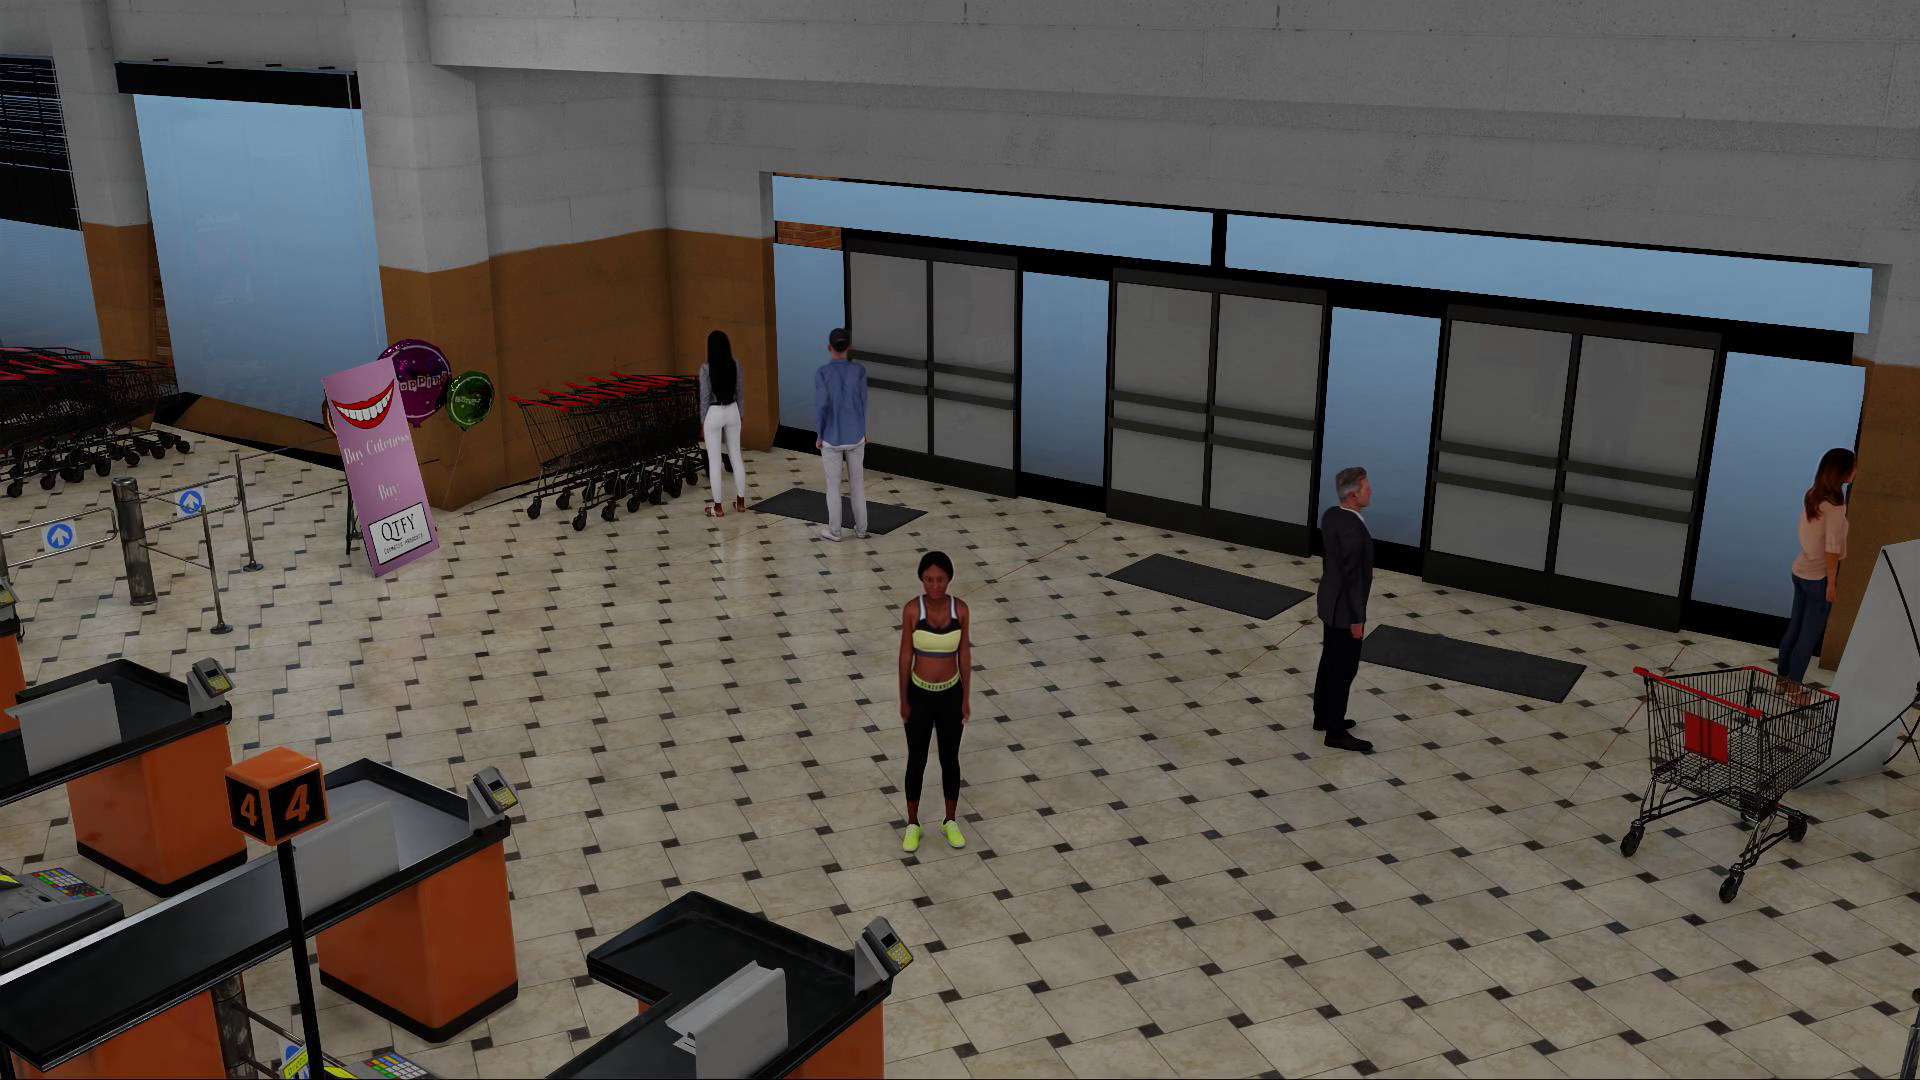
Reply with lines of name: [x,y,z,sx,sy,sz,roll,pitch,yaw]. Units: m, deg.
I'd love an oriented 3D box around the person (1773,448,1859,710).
person: [5.742,0.242,11.175,0.736,1.791,0.621,2,19,5]

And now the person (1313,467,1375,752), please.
person: [2.452,0.412,10.593,0.860,1.842,0.773,-1,19,-4]

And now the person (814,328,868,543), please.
person: [-1.024,-0.913,14.449,0.701,1.888,0.804,-8,20,-22]

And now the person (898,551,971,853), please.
person: [-0.144,0.889,9.314,0.639,1.755,0.693,-3,19,-7]

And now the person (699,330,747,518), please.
person: [-2.172,-1.075,15.185,0.589,1.725,0.720,-12,22,-31]
